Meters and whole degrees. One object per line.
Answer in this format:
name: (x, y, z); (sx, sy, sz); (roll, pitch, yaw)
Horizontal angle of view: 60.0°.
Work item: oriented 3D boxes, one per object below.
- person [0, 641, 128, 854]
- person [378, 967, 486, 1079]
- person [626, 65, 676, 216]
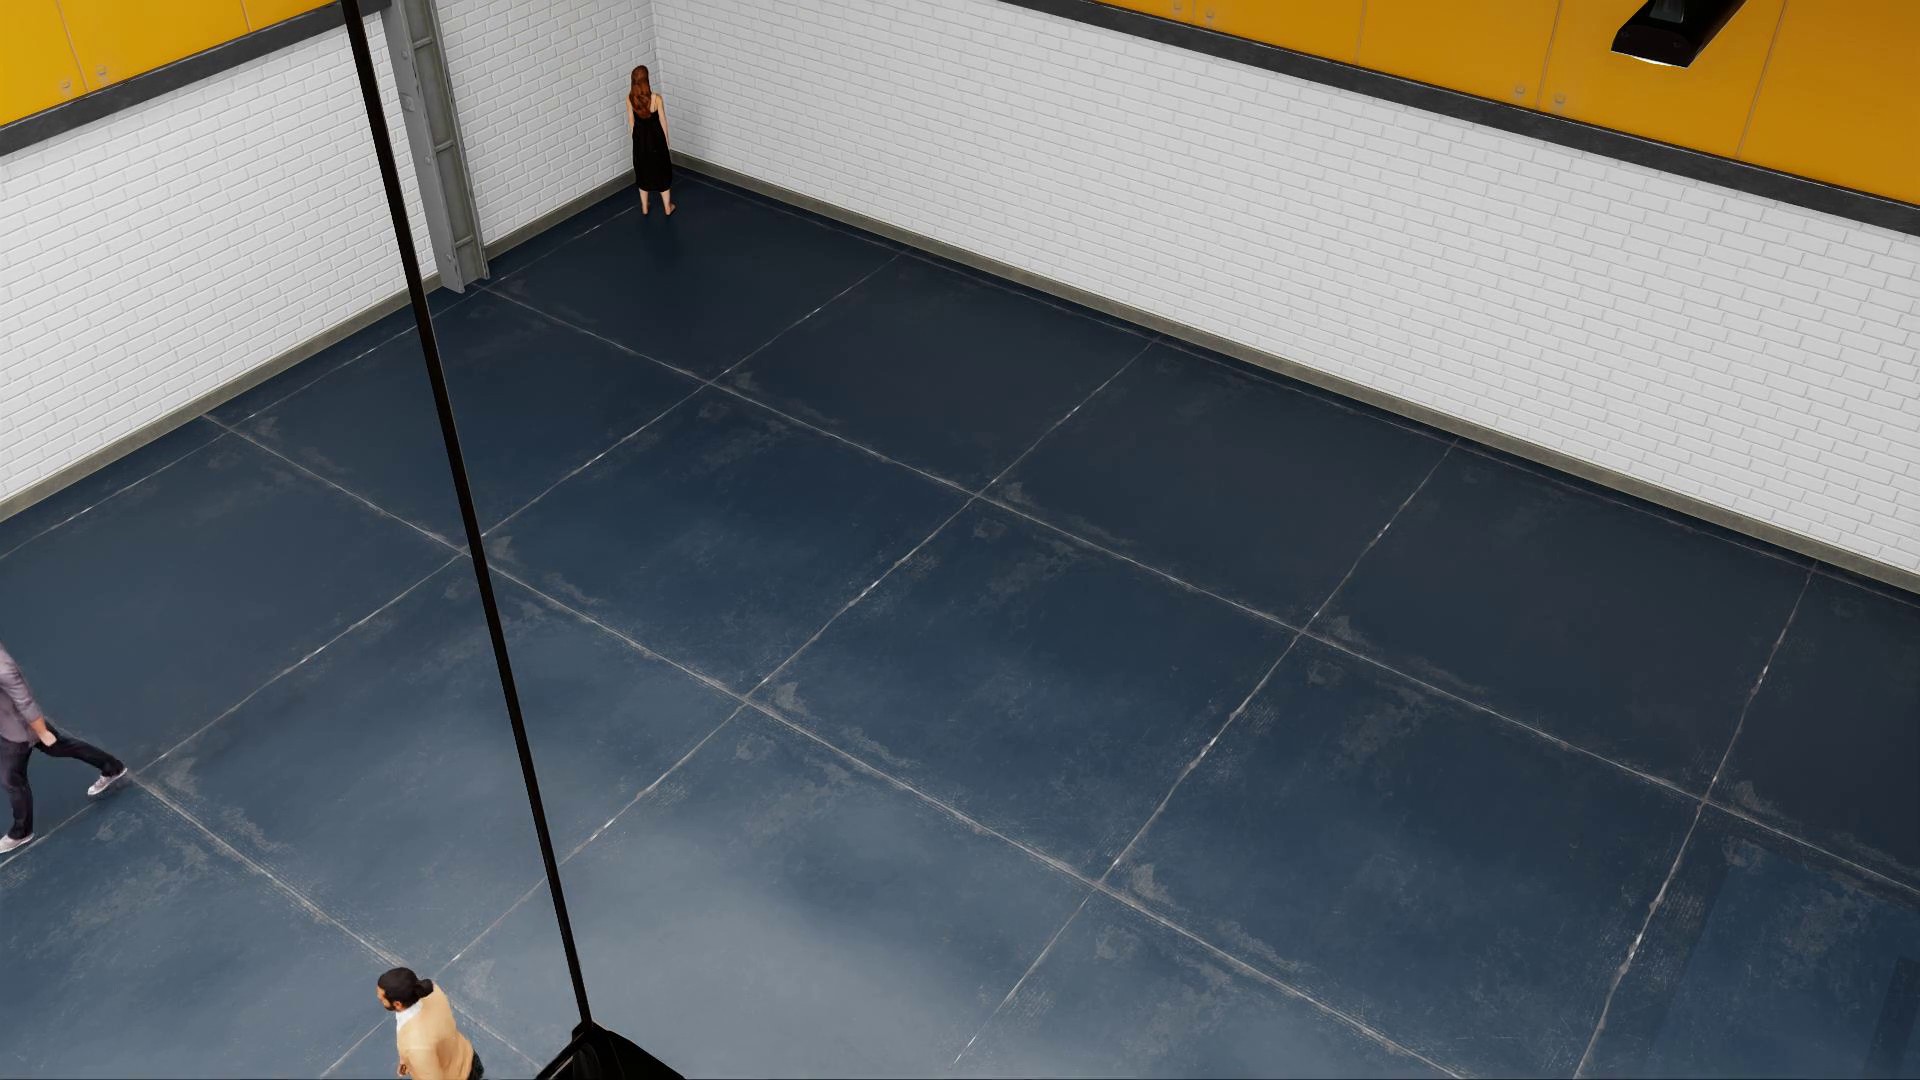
person: (-5.946, 1.116, 10.666); (1.254, 1.807, 0.901); (-28, 46, -30)
person: (-2.577, 2.800, 8.618); (0.978, 1.729, 0.928); (-5, 39, -7)
person: (-3.267, -4.187, 17.453); (0.662, 1.623, 0.702); (2, 39, 3)
